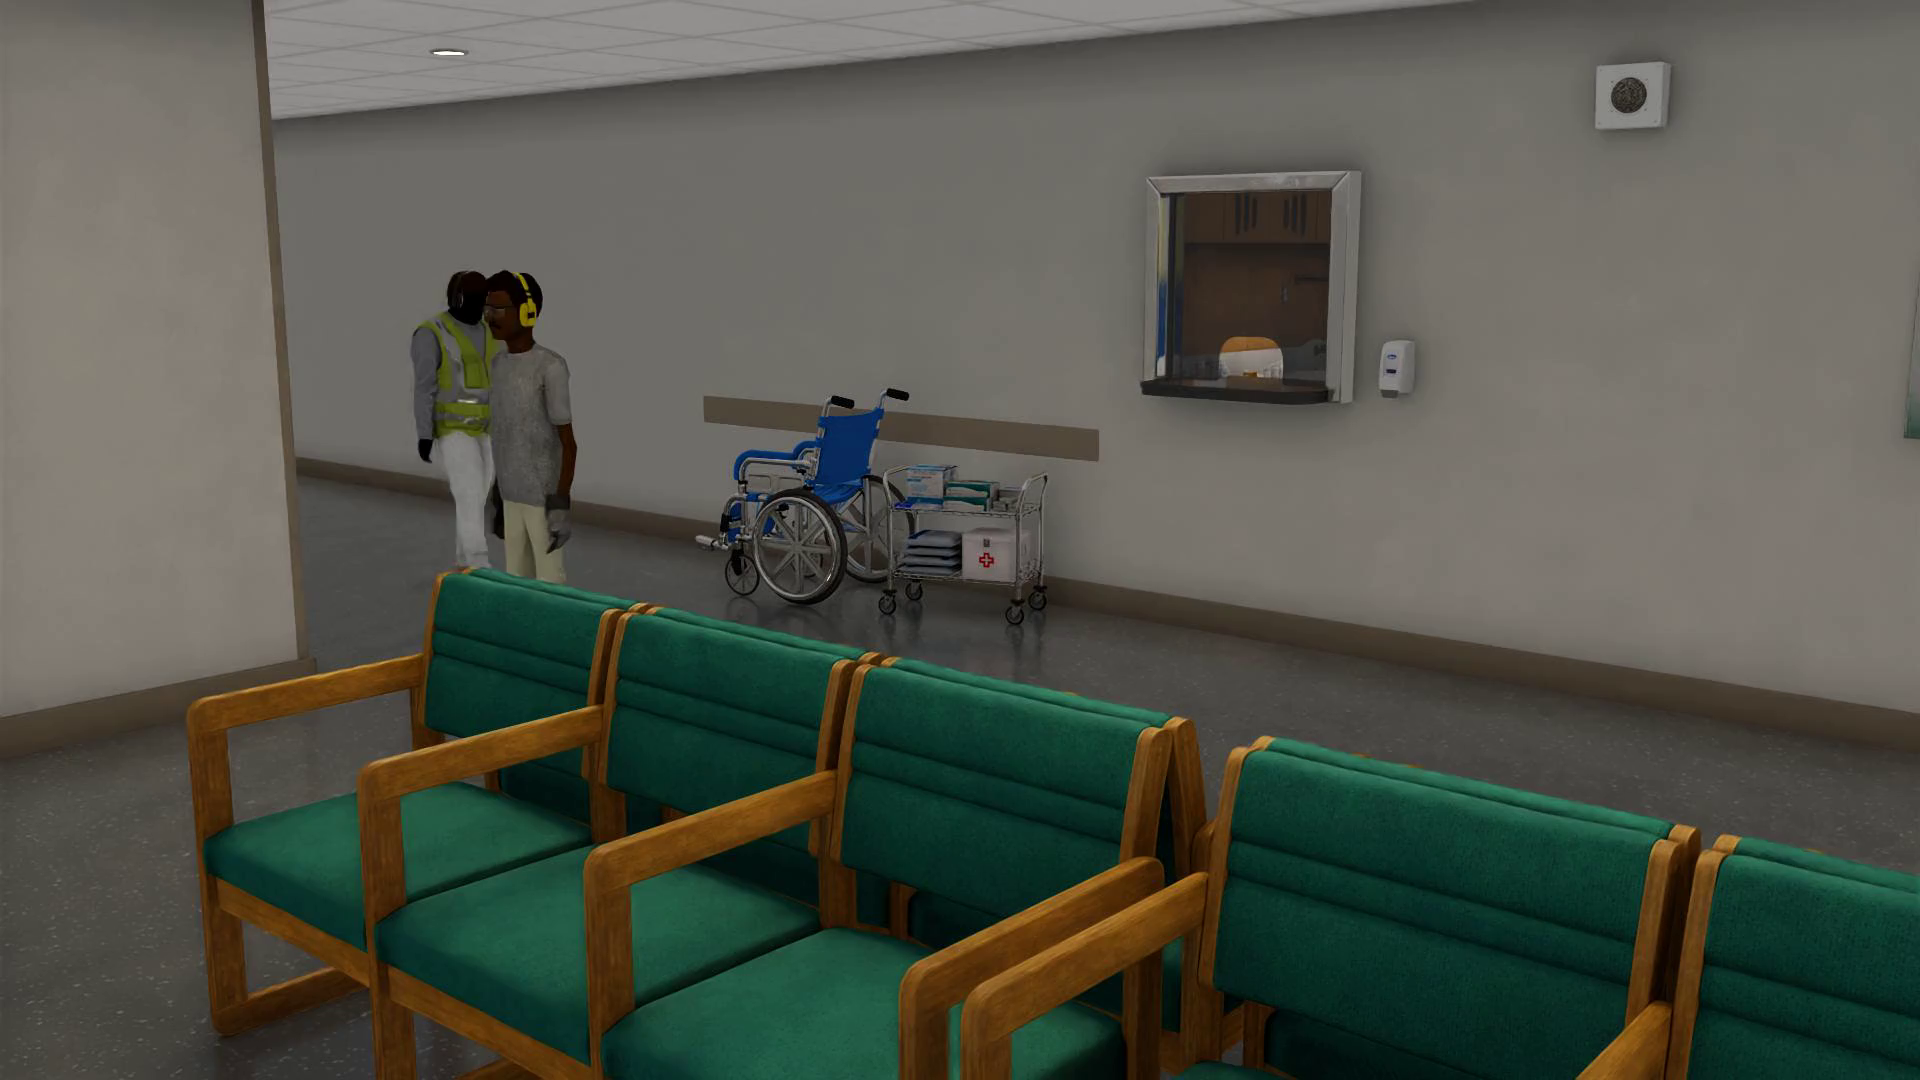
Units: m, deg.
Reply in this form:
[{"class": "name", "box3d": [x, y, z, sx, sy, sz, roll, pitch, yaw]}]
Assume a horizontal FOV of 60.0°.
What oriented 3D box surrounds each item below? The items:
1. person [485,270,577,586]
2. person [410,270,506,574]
[{"class": "person", "box3d": [-1.761, -0.150, 6.782, 0.513, 1.863, 0.329, 9, 13, 41]}, {"class": "person", "box3d": [-2.710, -0.614, 9.511, 0.684, 1.825, 0.660, 6, 11, 29]}]
